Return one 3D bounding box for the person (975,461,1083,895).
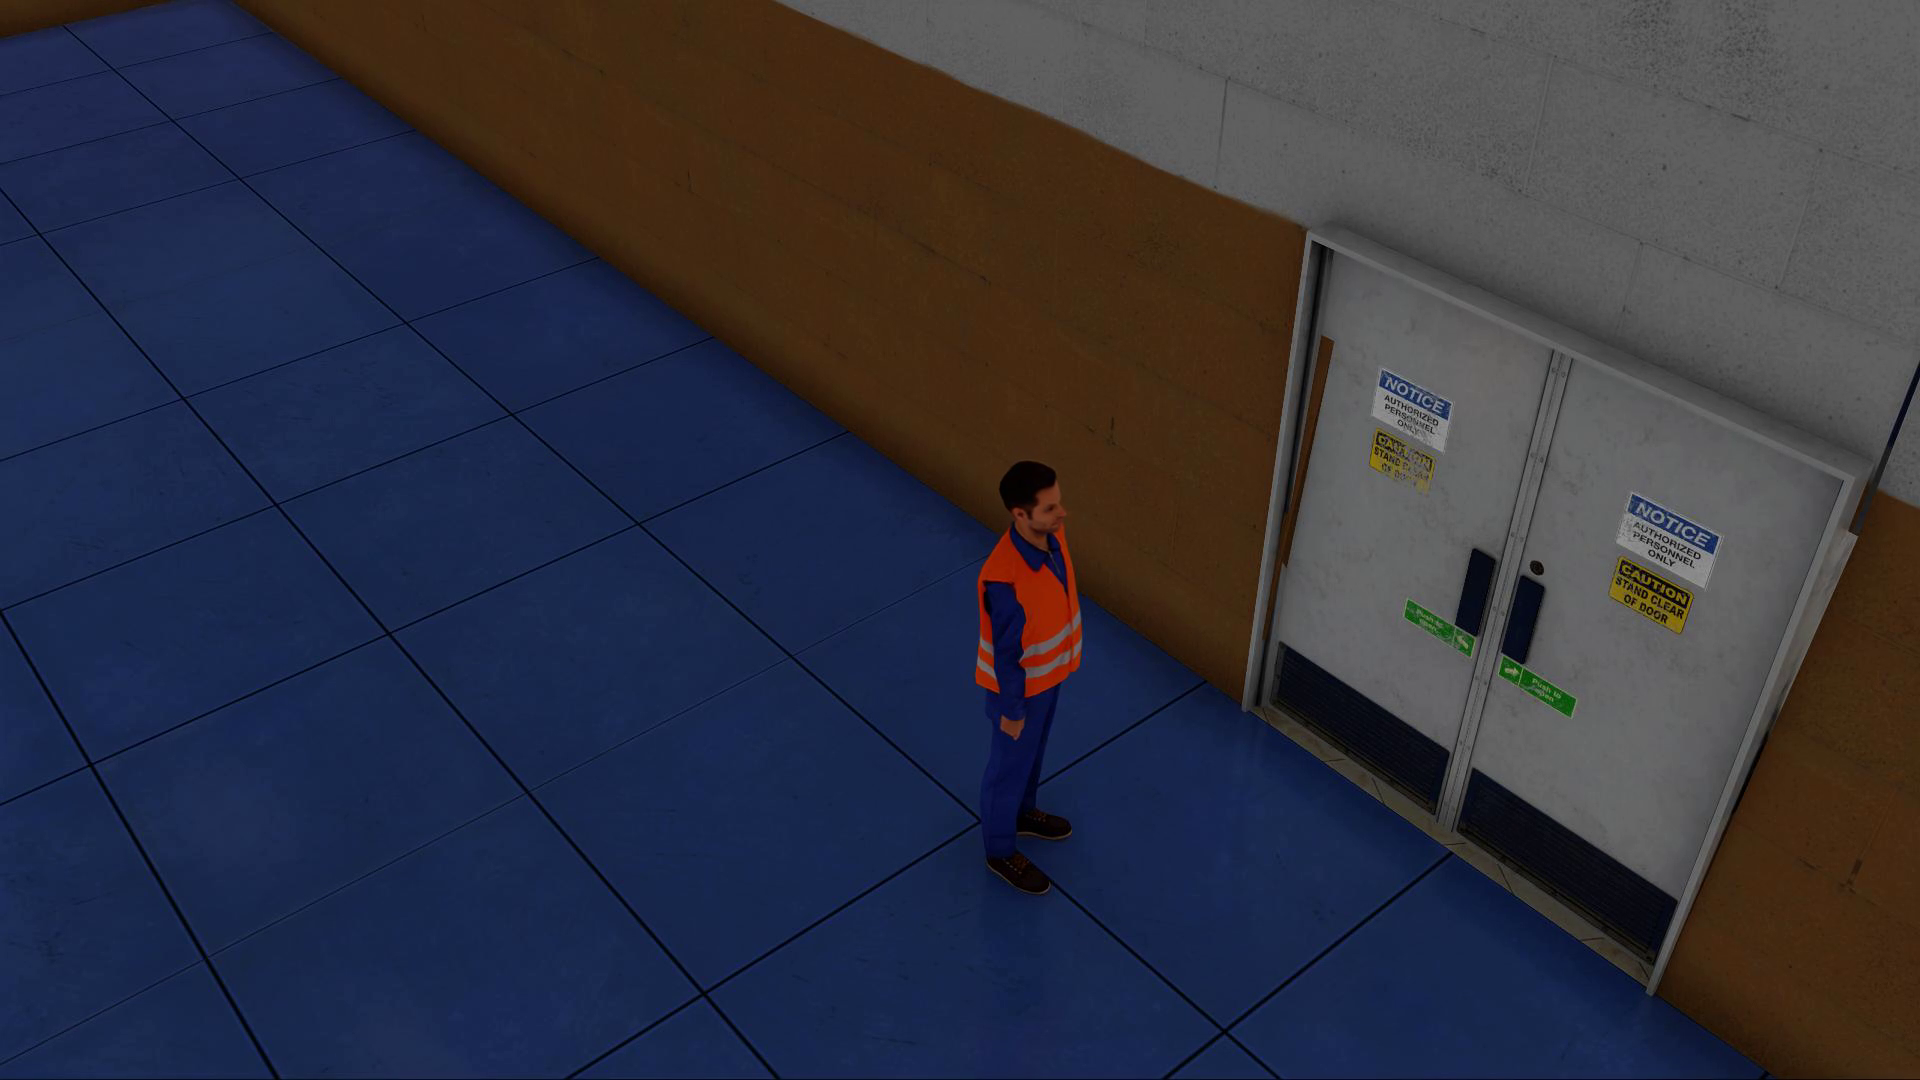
[{"bbox_3d":[0.239,0.488,6.070,0.841,1.864,0.721,13,39,17],"label":"person"}]
